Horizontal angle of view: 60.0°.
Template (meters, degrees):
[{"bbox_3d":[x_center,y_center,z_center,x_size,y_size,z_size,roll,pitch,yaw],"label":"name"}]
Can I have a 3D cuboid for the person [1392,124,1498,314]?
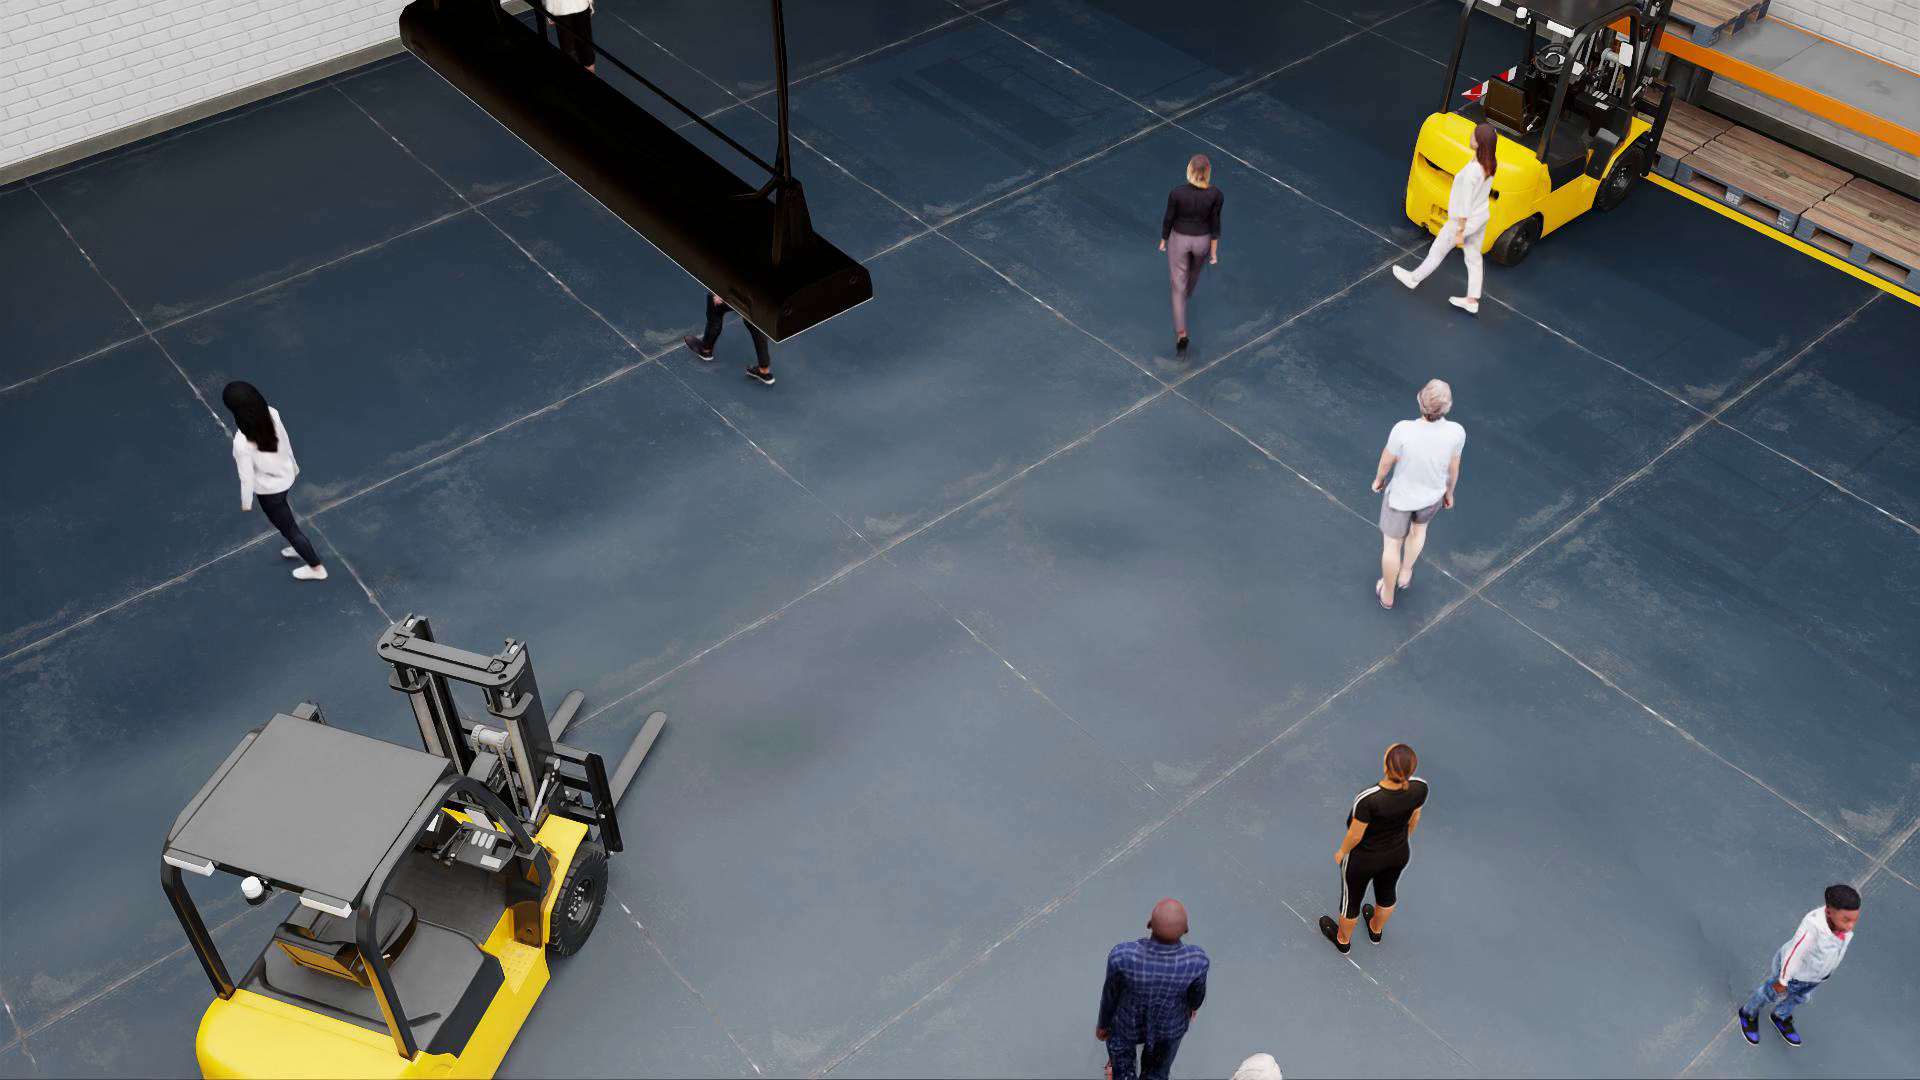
[{"bbox_3d":[4.207,-2.576,13.560,1.048,1.653,0.714,31,52,29],"label":"person"}]

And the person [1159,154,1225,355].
[{"bbox_3d":[1.826,-2.239,13.230,1.000,1.619,1.140,-2,44,-2],"label":"person"}]

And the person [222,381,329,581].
[{"bbox_3d":[-4.551,-0.368,11.216,0.808,1.690,0.749,3,44,3],"label":"person"}]

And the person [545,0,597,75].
[{"bbox_3d":[-3.742,-5.081,16.040,0.679,1.859,0.711,-22,48,-21],"label":"person"}]

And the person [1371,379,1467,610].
[{"bbox_3d":[3.003,-0.230,10.977,0.819,1.819,0.875,2,44,2],"label":"person"}]

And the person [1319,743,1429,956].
[{"bbox_3d":[2.275,1.684,9.077,0.652,1.669,0.634,-12,45,-12],"label":"person"}]

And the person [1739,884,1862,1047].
[{"bbox_3d":[4.467,2.225,8.801,0.562,1.266,0.607,-11,45,-11],"label":"person"}]

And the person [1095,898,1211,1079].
[{"bbox_3d":[0.945,2.417,8.208,0.828,1.806,0.880,1,44,1],"label":"person"}]
